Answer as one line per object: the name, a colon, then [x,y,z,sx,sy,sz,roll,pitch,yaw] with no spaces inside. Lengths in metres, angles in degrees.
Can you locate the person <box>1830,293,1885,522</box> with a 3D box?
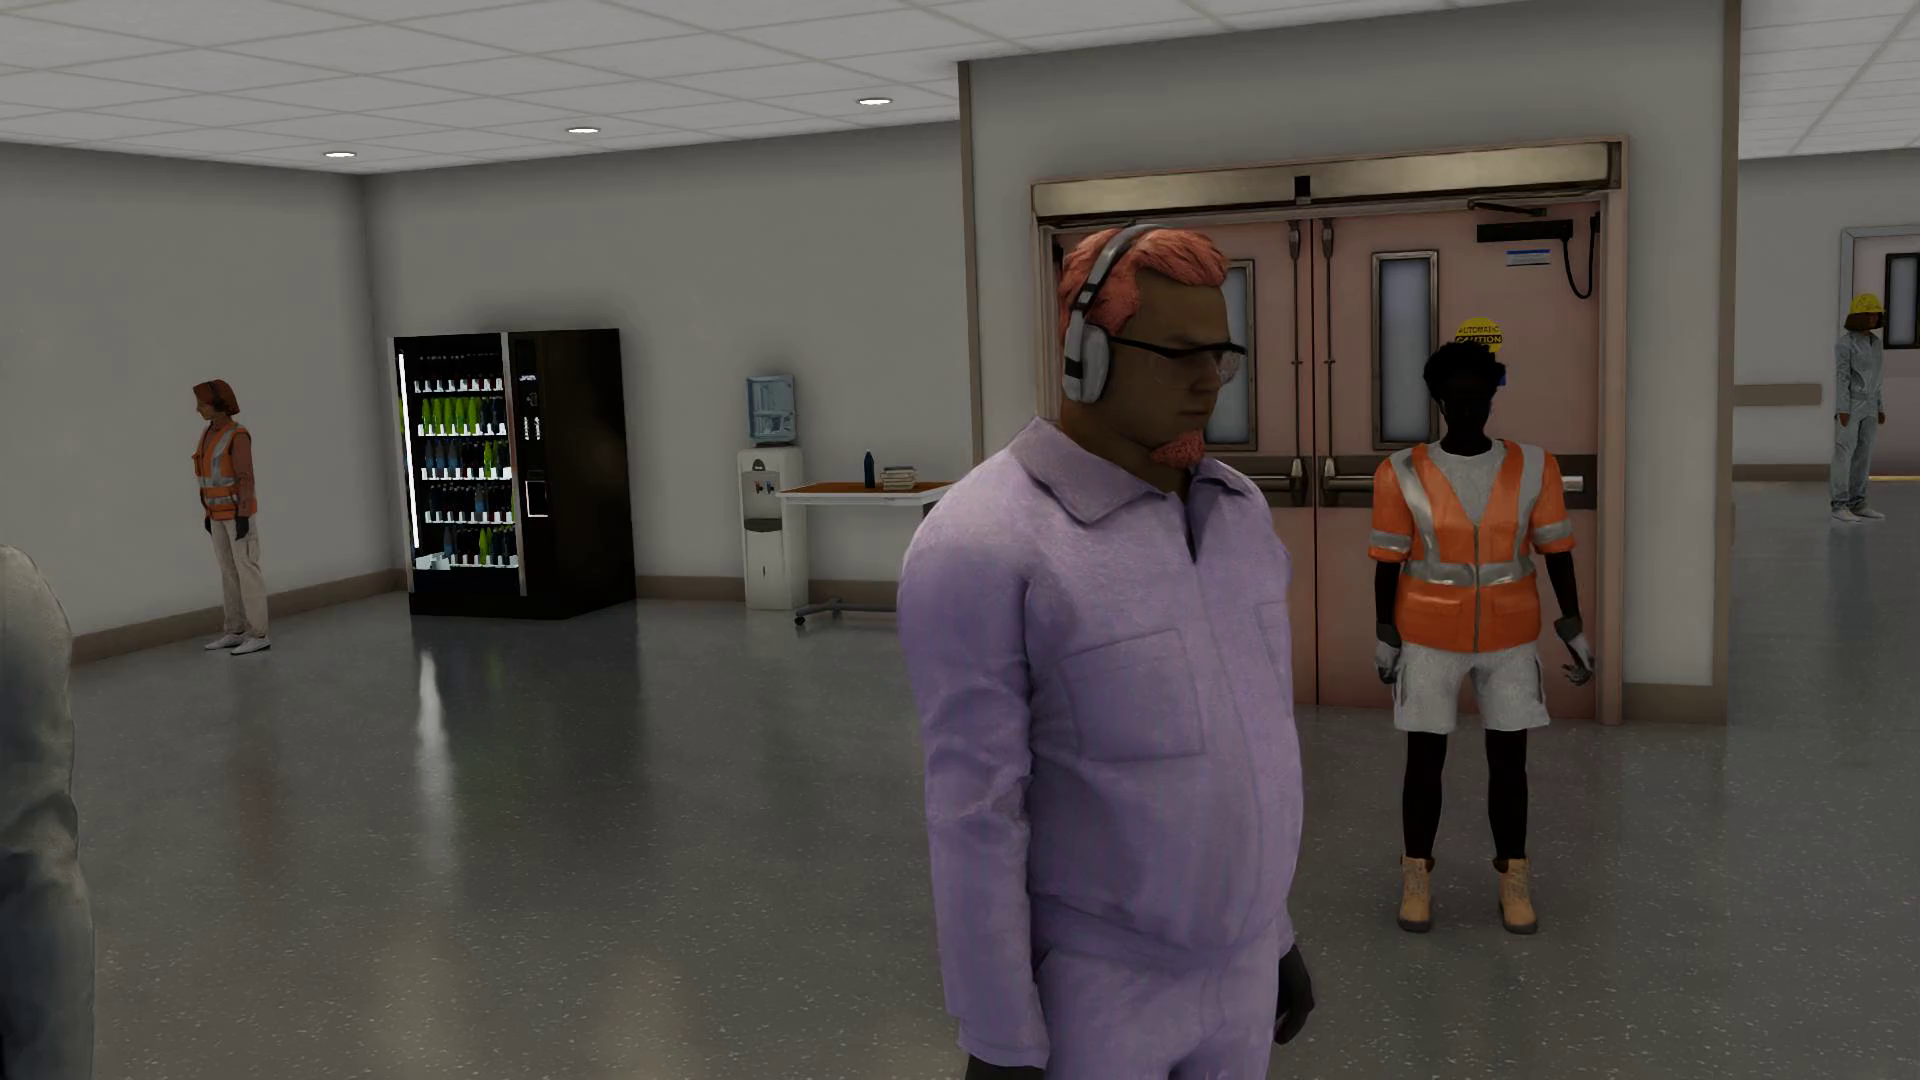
person: [6.920,-1.013,12.762,0.484,1.745,0.297,-6,8,-27]

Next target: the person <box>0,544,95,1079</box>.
person: [-1.264,0.649,1.824,0.623,1.932,0.367,-4,8,-14]

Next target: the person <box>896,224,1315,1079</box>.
person: [0.248,0.555,2.169,0.639,1.904,0.410,-9,10,-43]

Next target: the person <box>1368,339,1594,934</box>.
person: [1.459,0.279,4.717,0.582,1.689,0.320,-1,7,7]

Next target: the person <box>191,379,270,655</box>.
person: [-4.359,-0.138,9.925,0.512,1.639,0.311,4,10,42]
